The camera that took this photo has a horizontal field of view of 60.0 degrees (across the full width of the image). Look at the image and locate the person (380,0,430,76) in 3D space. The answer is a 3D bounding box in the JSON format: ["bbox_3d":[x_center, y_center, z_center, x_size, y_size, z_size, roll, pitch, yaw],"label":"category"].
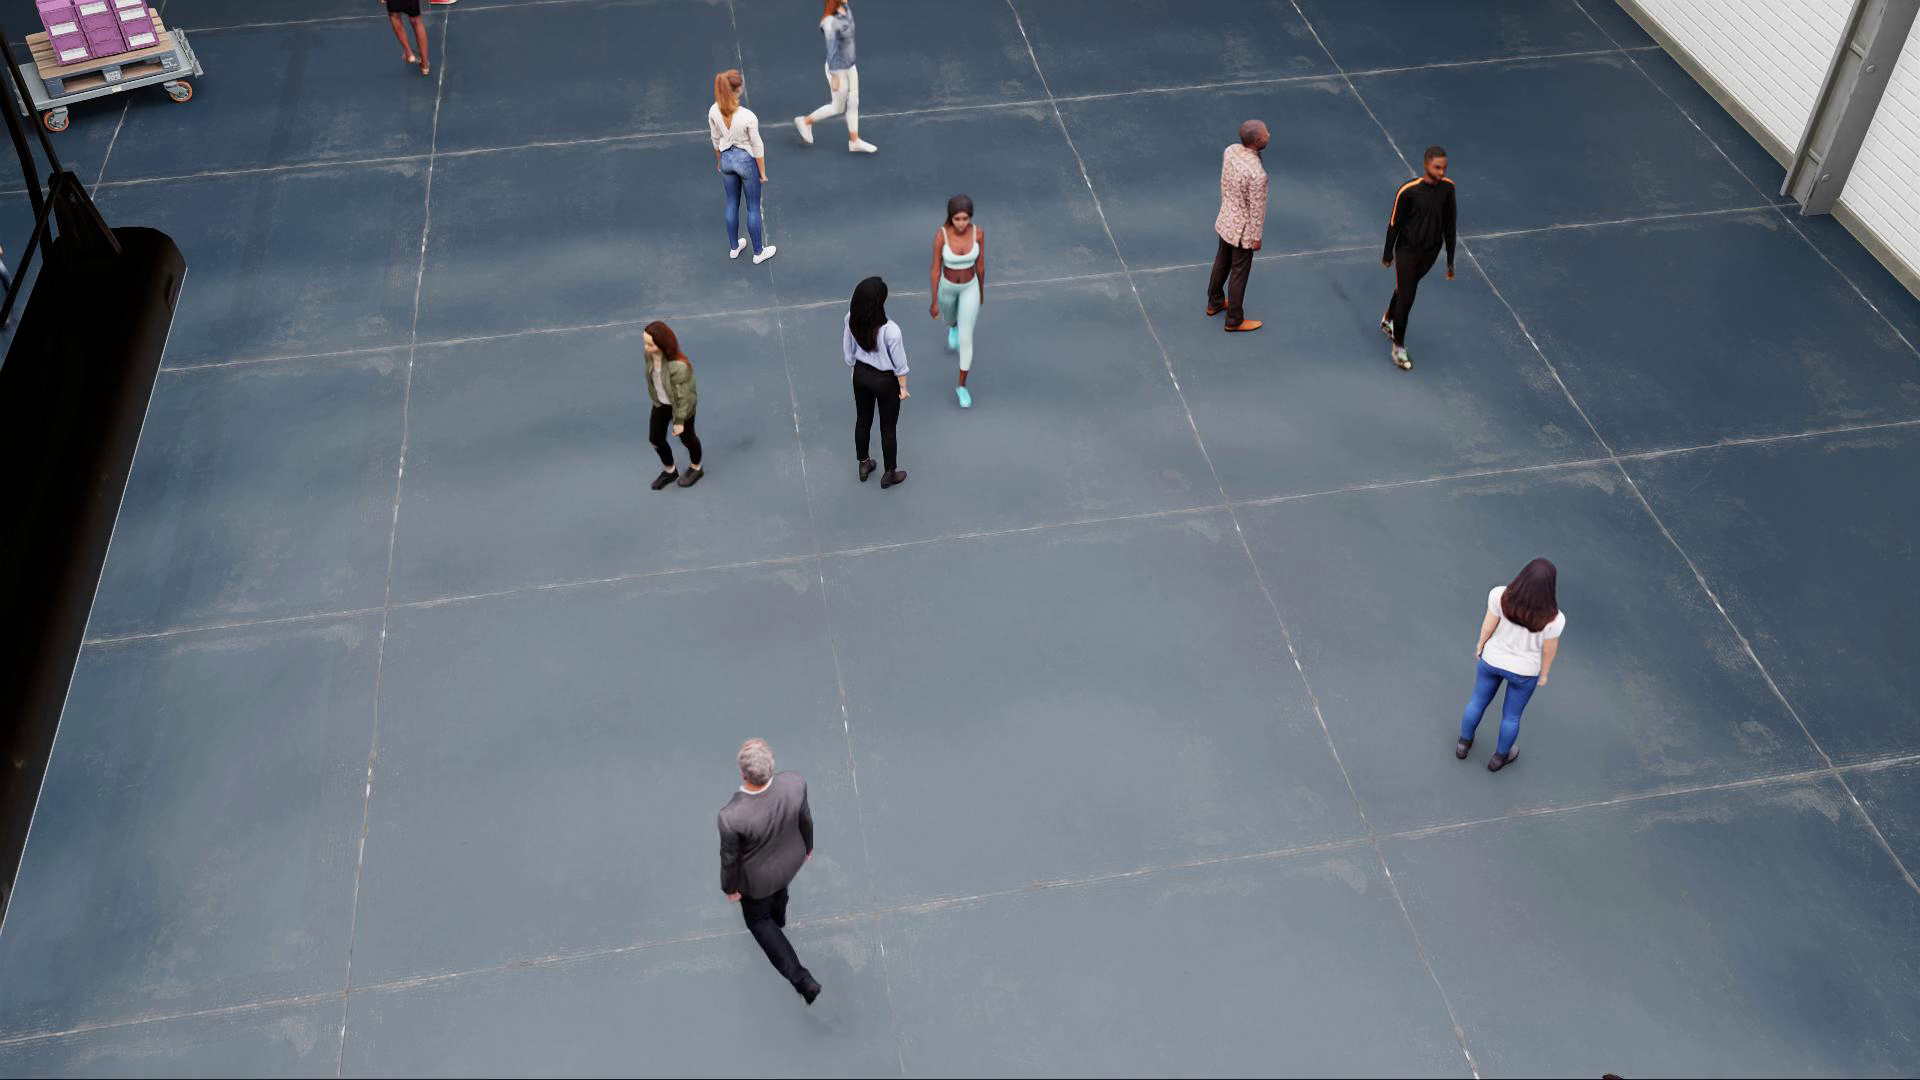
[{"bbox_3d":[-5.417,-5.344,16.186,0.735,1.709,0.770,-20,47,-20],"label":"person"}]

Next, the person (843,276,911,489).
[{"bbox_3d":[-0.596,-1.109,11.716,0.730,1.743,0.768,22,48,21],"label":"person"}]

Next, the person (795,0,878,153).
[{"bbox_3d":[-1.162,-4.293,15.101,0.967,1.683,1.030,13,45,13],"label":"person"}]

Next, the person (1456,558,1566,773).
[{"bbox_3d":[3.243,0.745,9.811,0.672,1.685,0.729,25,49,24],"label":"person"}]

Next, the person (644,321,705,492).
[{"bbox_3d":[-1.969,-0.982,11.785,0.728,1.463,0.789,25,49,24],"label":"person"}]

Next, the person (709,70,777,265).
[{"bbox_3d":[-1.832,-3.102,13.822,0.688,1.723,0.704,17,46,17],"label":"person"}]

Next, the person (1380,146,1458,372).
[{"bbox_3d":[3.508,-2.293,12.929,0.678,1.783,0.946,-11,45,-12],"label":"person"}]

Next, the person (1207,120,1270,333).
[{"bbox_3d":[2.202,-2.488,13.116,0.793,1.808,0.609,-16,46,-16],"label":"person"}]

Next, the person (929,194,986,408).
[{"bbox_3d":[-0.020,-1.911,12.599,0.660,1.686,1.158,-1,44,-1],"label":"person"}]

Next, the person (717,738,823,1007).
[{"bbox_3d":[-0.965,1.726,8.686,1.049,1.817,1.220,-30,51,-27],"label":"person"}]
